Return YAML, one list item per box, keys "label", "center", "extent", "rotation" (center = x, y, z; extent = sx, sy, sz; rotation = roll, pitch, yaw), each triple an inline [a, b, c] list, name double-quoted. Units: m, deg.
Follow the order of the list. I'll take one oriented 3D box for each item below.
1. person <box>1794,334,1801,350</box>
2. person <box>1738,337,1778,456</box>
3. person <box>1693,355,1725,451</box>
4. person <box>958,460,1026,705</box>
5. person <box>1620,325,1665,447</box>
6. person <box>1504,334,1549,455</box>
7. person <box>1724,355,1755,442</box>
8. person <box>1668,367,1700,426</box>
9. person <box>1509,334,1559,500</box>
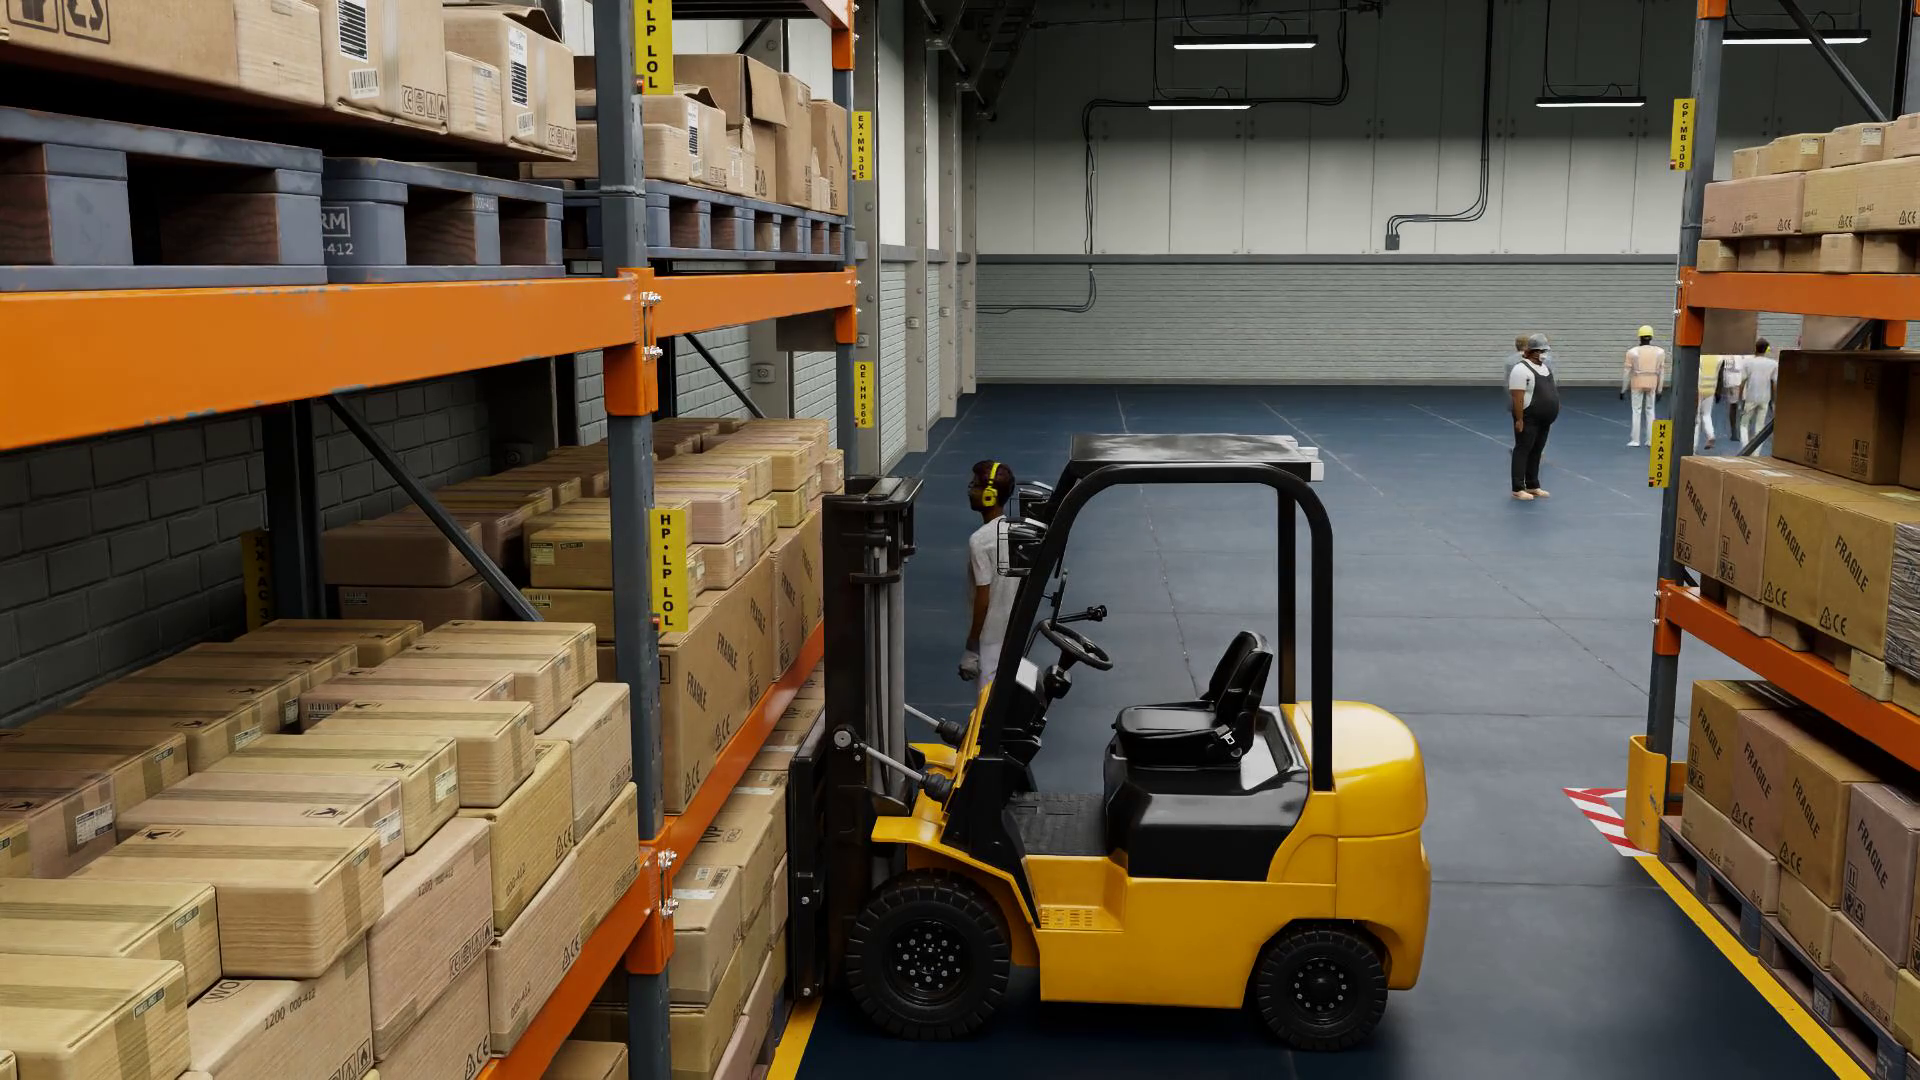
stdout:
- label: "person"
  center: [13.134, -2.318, 25.933]
  extent: [0.610, 1.841, 0.428]
  rotation: [3, 10, 17]
- label: "person"
  center: [11.391, -1.972, 23.767]
  extent: [0.518, 1.850, 0.433]
  rotation: [3, 10, 16]
- label: "person"
  center: [11.411, -2.266, 25.622]
  extent: [0.648, 1.826, 0.458]
  rotation: [-1, 9, -5]
- label: "person"
  center: [0.160, 0.514, 8.633]
  extent: [0.328, 1.877, 0.513]
  rotation: [5, 11, 28]
- label: "person"
  center: [10.777, -2.420, 26.254]
  extent: [0.602, 1.928, 0.381]
  rotation: [1, 9, 4]
- label: "person"
  center: [8.216, -2.053, 24.205]
  extent: [0.636, 1.866, 0.996]
  rotation: [-1, 9, -6]
- label: "person"
  center: [12.677, -2.528, 26.975]
  extent: [0.562, 1.897, 0.761]
  rotation: [2, 10, 9]
- label: "person"
  center: [9.790, -1.731, 22.365]
  extent: [0.632, 1.841, 0.552]
  rotation: [-3, 10, -19]
- label: "person"
  center: [7.069, -1.514, 20.414]
  extent: [0.688, 2.000, 0.539]
  rotation: [-8, 12, -40]
